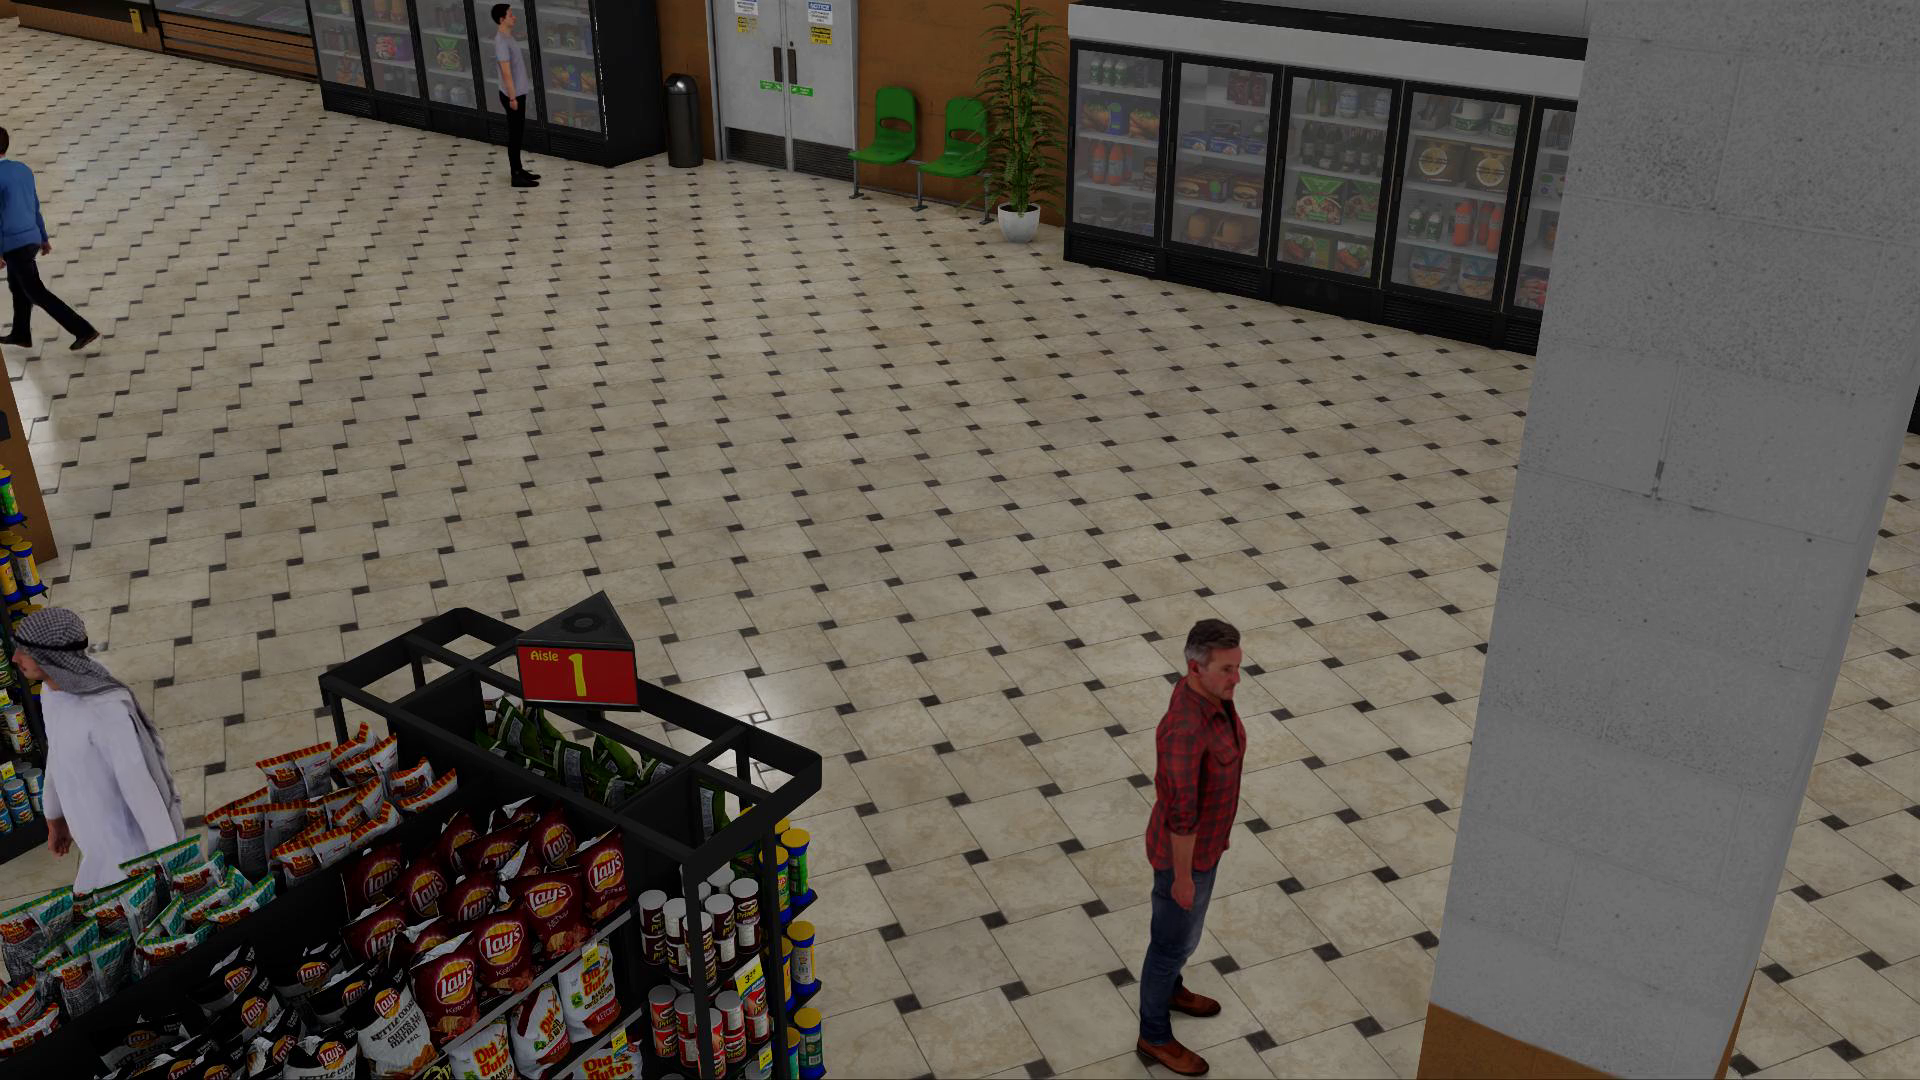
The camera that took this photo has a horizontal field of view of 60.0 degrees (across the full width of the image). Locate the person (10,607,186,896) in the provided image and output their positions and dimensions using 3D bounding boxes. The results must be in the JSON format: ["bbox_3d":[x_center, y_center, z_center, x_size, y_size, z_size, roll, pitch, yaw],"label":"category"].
[{"bbox_3d":[-3.000,1.065,6.143,0.866,1.881,1.286,24,35,39],"label":"person"}]

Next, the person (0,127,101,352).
[{"bbox_3d":[-7.201,-2.289,12.865,1.096,1.782,1.196,2,27,5],"label":"person"}]

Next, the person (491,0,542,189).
[{"bbox_3d":[-4.714,-4.681,17.493,0.790,1.863,0.727,-4,27,-8],"label":"person"}]

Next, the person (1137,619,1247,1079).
[{"bbox_3d":[0.836,1.100,6.131,0.802,1.829,0.605,8,28,16],"label":"person"}]
